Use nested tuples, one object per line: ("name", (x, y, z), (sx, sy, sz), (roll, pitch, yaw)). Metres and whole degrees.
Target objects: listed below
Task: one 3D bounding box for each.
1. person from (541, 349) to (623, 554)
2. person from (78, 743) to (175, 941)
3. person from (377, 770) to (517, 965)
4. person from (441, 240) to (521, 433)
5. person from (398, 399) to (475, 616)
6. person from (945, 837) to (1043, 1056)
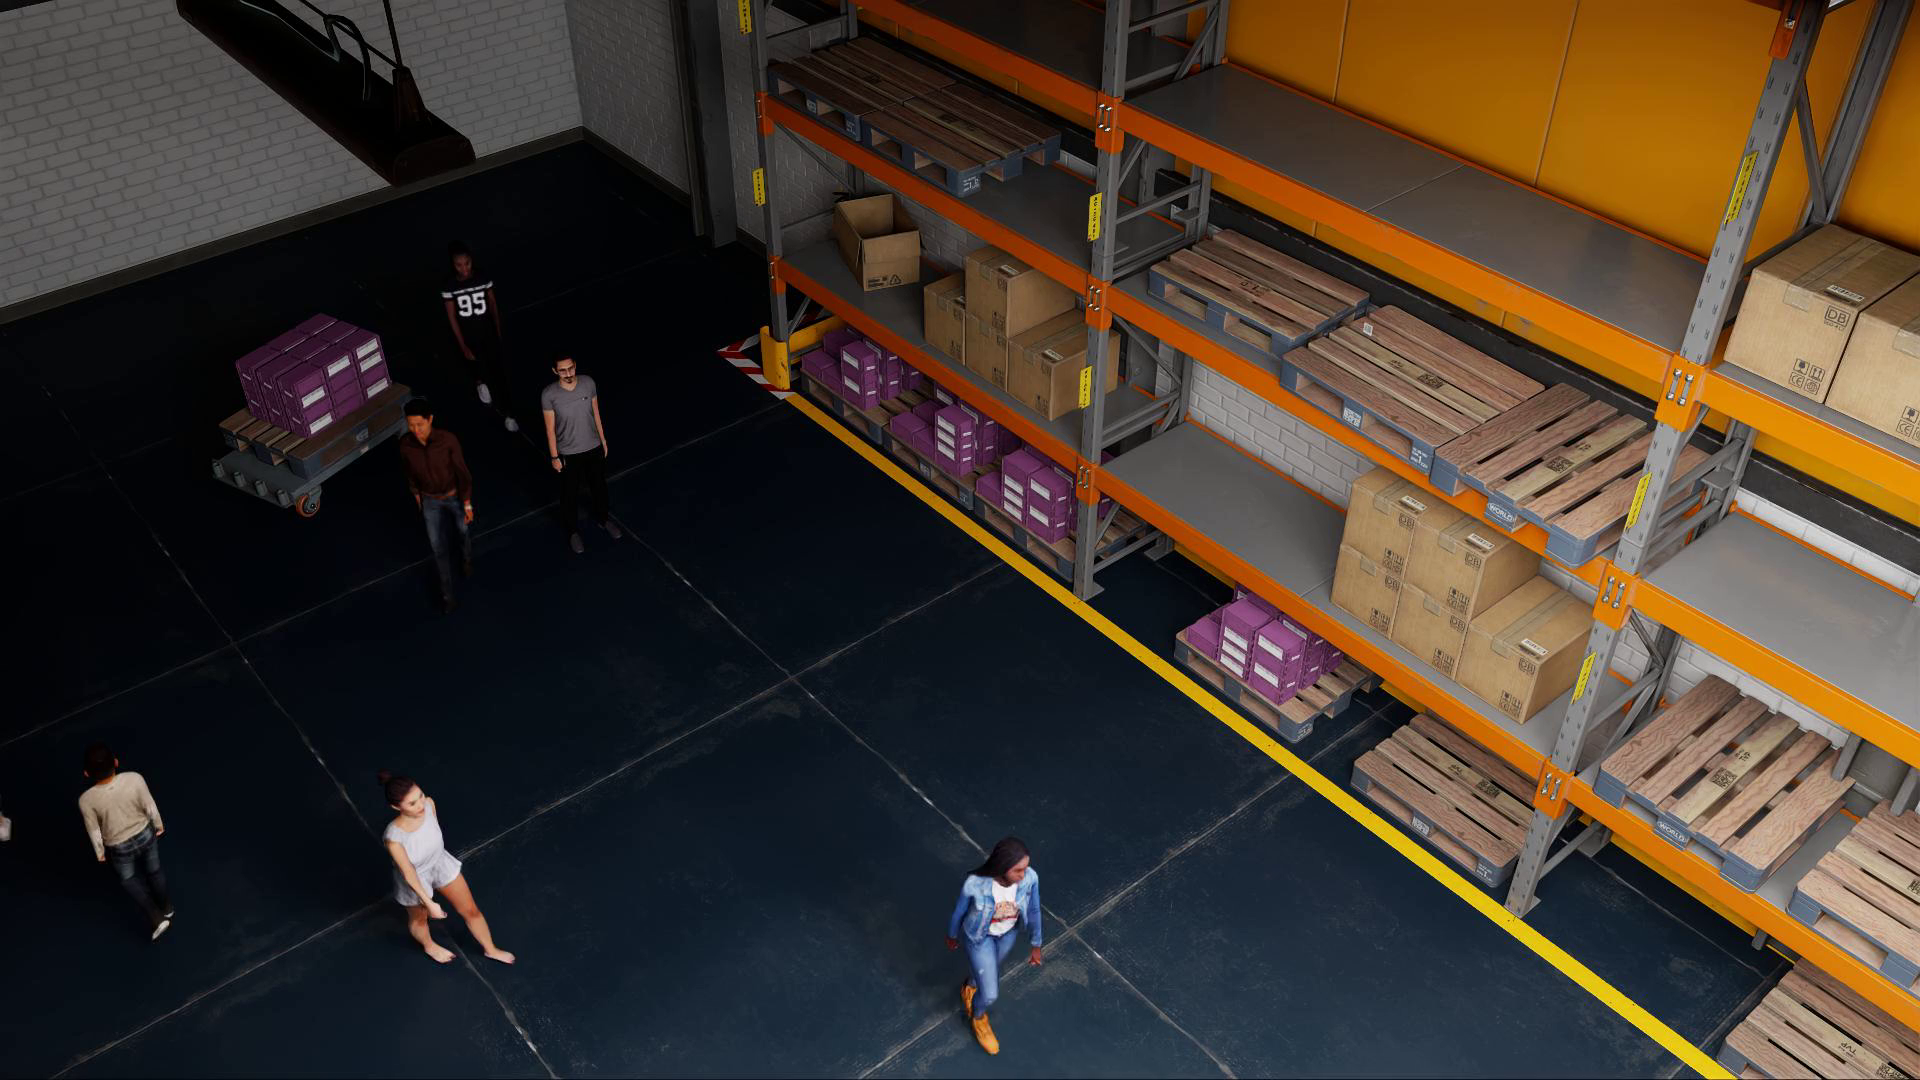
("person", (-2.981, -0.733, 12.985), (0.634, 1.755, 0.554), (-24, 44, -27))
("person", (-4.966, 1.840, 10.006), (0.754, 1.452, 0.596), (31, 48, 33))
("person", (-3.212, 1.943, 9.763), (0.918, 1.595, 0.737), (19, 42, 22))
("person", (-4.219, -1.808, 14.391), (0.818, 1.680, 1.262), (-18, 42, -21))
("person", (-3.870, -0.365, 12.543), (0.999, 1.732, 1.182), (-6, 39, -7))
("person", (0.127, 2.201, 9.375), (0.732, 1.675, 0.816), (-10, 40, -12))
